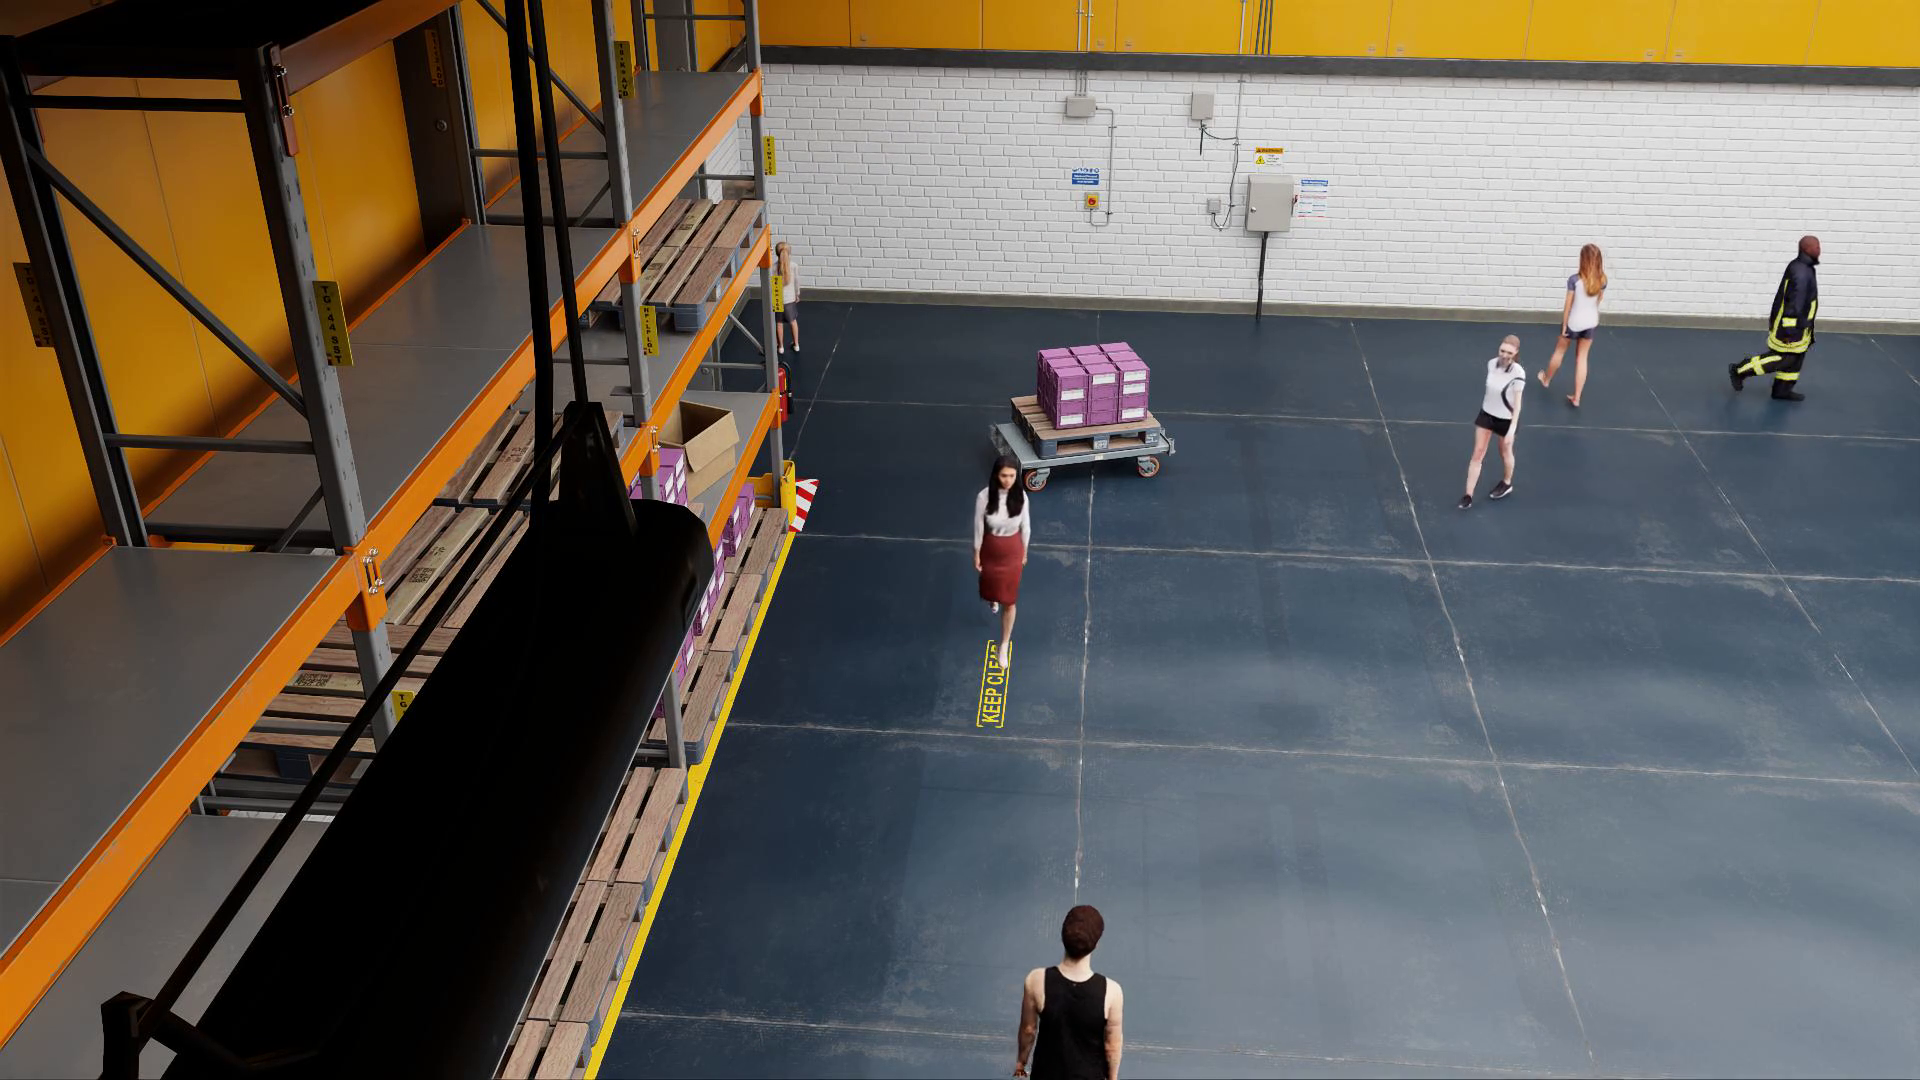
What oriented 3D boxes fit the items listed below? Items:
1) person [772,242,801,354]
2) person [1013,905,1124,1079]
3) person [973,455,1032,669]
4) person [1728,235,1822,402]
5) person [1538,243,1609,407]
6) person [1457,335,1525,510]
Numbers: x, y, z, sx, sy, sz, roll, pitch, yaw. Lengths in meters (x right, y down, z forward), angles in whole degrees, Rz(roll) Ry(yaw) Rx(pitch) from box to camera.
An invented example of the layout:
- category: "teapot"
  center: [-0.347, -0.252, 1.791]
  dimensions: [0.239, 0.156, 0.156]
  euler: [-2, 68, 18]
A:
- category: "person"
  center: [-1.971, -2.739, 18.720]
  dimensions: [0.585, 1.275, 0.624]
  euler: [-11, 30, -19]
- category: "person"
  center: [0.526, 2.649, 8.226]
  dimensions: [0.678, 1.865, 1.083]
  euler: [3, 29, 5]
- category: "person"
  center: [0.307, 0.120, 13.002]
  dimensions: [0.653, 1.732, 0.973]
  euler: [-1, 29, -1]
- category: "person"
  center: [8.600, -2.307, 17.375]
  dimensions: [0.998, 1.805, 1.087]
  euler: [11, 31, 20]
- category: "person"
  center: [6.489, -2.207, 17.301]
  dimensions: [0.687, 1.700, 0.963]
  euler: [-2, 29, -4]
- category: "person"
  center: [4.997, -1.119, 15.297]
  dimensions: [1.102, 1.708, 1.004]
  euler: [-21, 35, -33]
